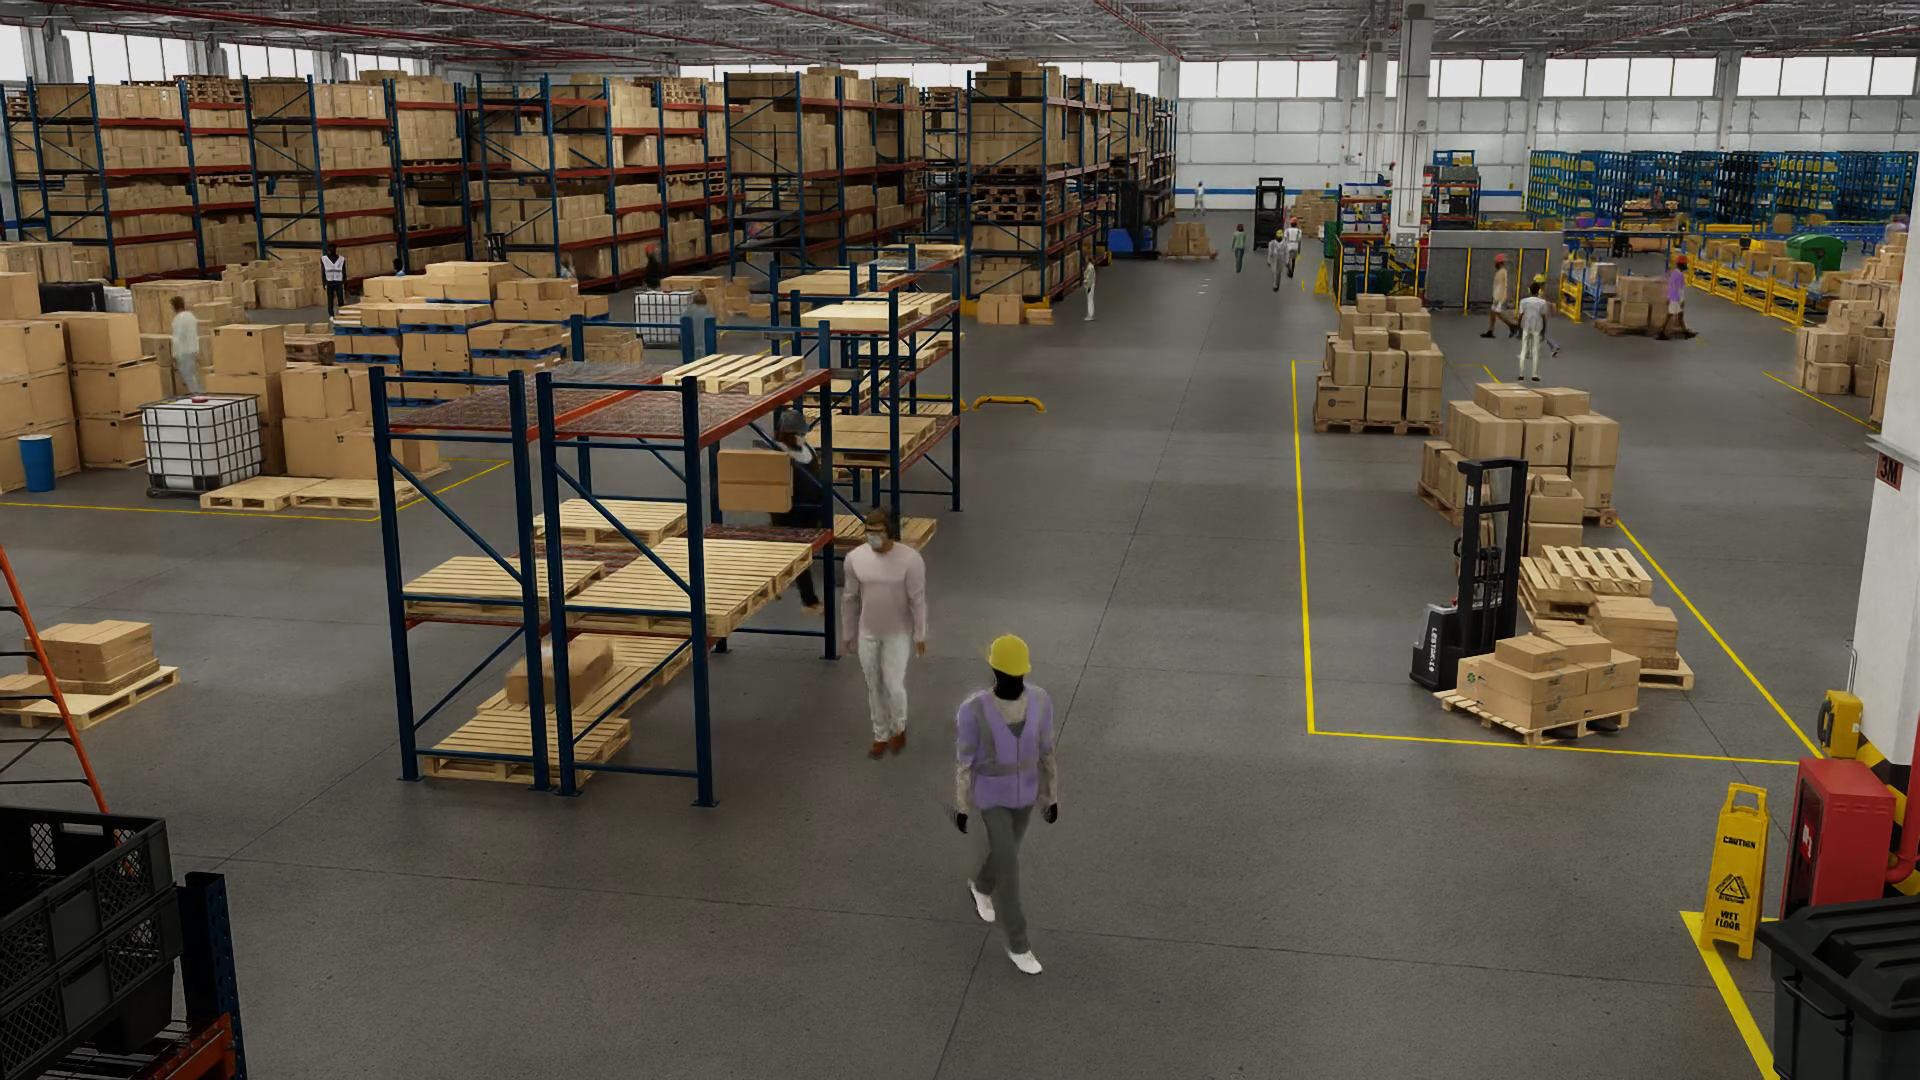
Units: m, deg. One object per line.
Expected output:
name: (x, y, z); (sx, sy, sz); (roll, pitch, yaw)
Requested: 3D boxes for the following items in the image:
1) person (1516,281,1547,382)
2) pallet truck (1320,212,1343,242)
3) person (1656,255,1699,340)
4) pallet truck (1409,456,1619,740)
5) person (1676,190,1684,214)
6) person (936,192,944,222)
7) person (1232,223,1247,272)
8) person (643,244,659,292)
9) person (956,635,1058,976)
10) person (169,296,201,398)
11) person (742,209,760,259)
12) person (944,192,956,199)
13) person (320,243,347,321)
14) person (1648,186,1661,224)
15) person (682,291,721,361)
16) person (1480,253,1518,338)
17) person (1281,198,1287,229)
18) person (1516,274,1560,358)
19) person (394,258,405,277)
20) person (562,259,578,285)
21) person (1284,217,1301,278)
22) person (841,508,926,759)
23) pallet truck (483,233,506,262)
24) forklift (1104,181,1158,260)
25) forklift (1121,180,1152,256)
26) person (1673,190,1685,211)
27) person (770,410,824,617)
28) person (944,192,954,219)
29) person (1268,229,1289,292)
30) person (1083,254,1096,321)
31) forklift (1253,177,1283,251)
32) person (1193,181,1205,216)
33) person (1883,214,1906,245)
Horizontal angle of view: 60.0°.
person: (10.680, -3.890, 31.083); (0.537, 1.866, 0.314); (6, 15, 23)
pallet truck: (15.874, -13.227, 70.310); (0.680, 1.201, 1.601); (10, 17, 35)
person: (16.085, -5.382, 37.068); (0.962, 1.894, 0.572); (3, 14, 12)
pallet truck: (4.504, 0.400, 13.395); (0.823, 1.965, 1.885); (-6, 15, -23)
person: (35.057, -16.082, 80.740); (0.818, 1.801, 0.612); (2, 14, 9)
person: (-1.035, -17.167, 85.110); (0.416, 1.821, 0.607); (3, 14, 12)
person: (9.253, -9.658, 55.026); (0.503, 1.616, 0.605); (1, 14, 3)
person: (-7.320, -6.134, 39.983); (0.783, 1.973, 0.621); (-4, 14, -17)
person: (0.244, 1.416, 9.502); (0.598, 1.892, 0.953); (-7, 16, -27)
person: (-13.031, -3.131, 27.894); (0.538, 1.919, 0.624); (-1, 14, -5)
person: (-7.645, -11.073, 60.338); (0.782, 1.823, 0.627); (3, 14, 12)
person: (-0.564, -18.977, 92.433); (0.659, 1.819, 0.515); (-2, 14, -6)
person: (-15.446, -6.371, 41.076); (0.587, 1.911, 0.397); (-8, 16, -28)
person: (33.310, -15.945, 79.763); (0.621, 1.992, 0.397); (-1, 14, -4)
person: (-4.463, -3.343, 28.766); (0.631, 1.928, 0.440); (2, 14, 7)
person: (12.212, -5.489, 37.484); (0.746, 1.915, 0.553); (6, 15, 24)
person: (14.119, -14.179, 73.145); (0.531, 1.735, 0.778); (4, 14, 15)
person: (11.959, -4.599, 34.222); (0.760, 1.737, 0.524); (5, 15, 18)
person: (-13.087, -5.739, 38.940); (0.318, 1.698, 0.535); (-5, 15, -18)
person: (-9.400, -6.015, 40.250); (0.336, 1.601, 0.610); (4, 15, 18)
person: (10.574, -9.323, 53.042); (0.591, 1.910, 0.404); (1, 14, 6)
person: (-0.582, 0.704, 12.317); (0.649, 1.919, 0.448); (5, 15, 19)
pallet truck: (-11.832, -7.026, 43.548); (1.885, 1.965, 0.823); (8, 16, 28)
forklift: (6.222, -11.594, 60.276); (1.873, 2.768, 1.129); (3, 14, 10)
forklift: (6.082, -11.722, 60.796); (1.873, 2.768, 1.129); (2, 14, 9)
person: (35.765, -16.615, 82.807); (0.604, 1.829, 0.463); (-1, 14, -3)
person: (-1.634, -0.309, 16.187); (0.894, 2.000, 0.679); (8, 16, 28)
person: (-0.593, -17.876, 88.118); (0.563, 1.742, 0.338); (2, 14, 8)
person: (9.297, -8.178, 48.633); (0.605, 1.808, 0.777); (1, 14, 2)
person: (3.197, -6.237, 41.080); (0.307, 1.639, 0.525); (0, 14, 2)
forklift: (12.083, -12.747, 64.956); (1.129, 2.768, 1.873); (3, 14, 10)
person: (13.067, -18.616, 90.794); (0.630, 1.899, 0.746); (-2, 14, -8)
person: (31.184, -9.919, 55.527); (0.650, 1.883, 0.749); (5, 15, 19)
